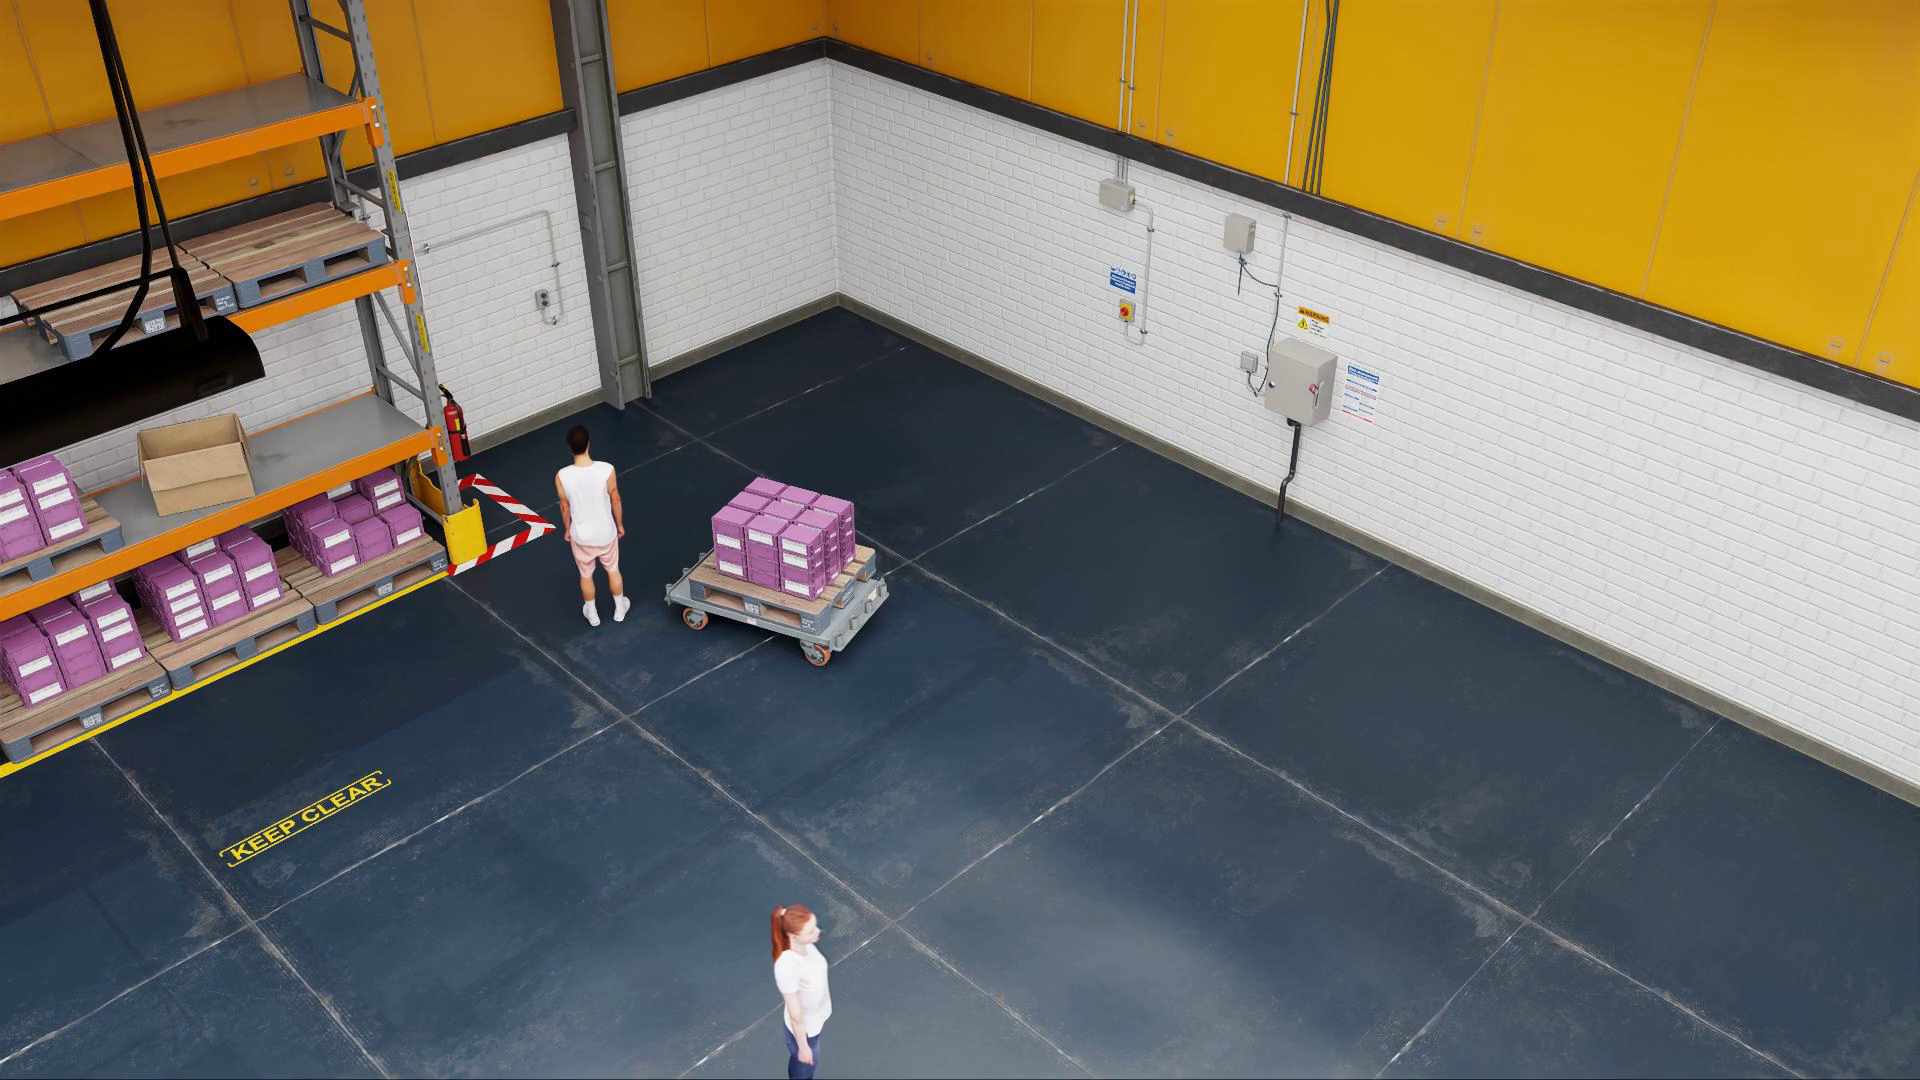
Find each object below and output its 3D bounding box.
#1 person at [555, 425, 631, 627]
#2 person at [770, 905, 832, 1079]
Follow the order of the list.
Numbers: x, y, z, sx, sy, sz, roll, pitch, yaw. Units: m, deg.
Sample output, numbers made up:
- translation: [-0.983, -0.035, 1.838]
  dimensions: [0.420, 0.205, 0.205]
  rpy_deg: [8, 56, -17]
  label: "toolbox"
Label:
- translation: [-2.952, -0.094, 13.355]
  dimensions: [0.687, 1.782, 0.792]
  rpy_deg: [-8, 34, -11]
  label: "person"
- translation: [-0.886, 2.673, 9.230]
  dimensions: [0.706, 1.740, 0.649]
  rpy_deg: [-1, 34, -1]
  label: "person"
